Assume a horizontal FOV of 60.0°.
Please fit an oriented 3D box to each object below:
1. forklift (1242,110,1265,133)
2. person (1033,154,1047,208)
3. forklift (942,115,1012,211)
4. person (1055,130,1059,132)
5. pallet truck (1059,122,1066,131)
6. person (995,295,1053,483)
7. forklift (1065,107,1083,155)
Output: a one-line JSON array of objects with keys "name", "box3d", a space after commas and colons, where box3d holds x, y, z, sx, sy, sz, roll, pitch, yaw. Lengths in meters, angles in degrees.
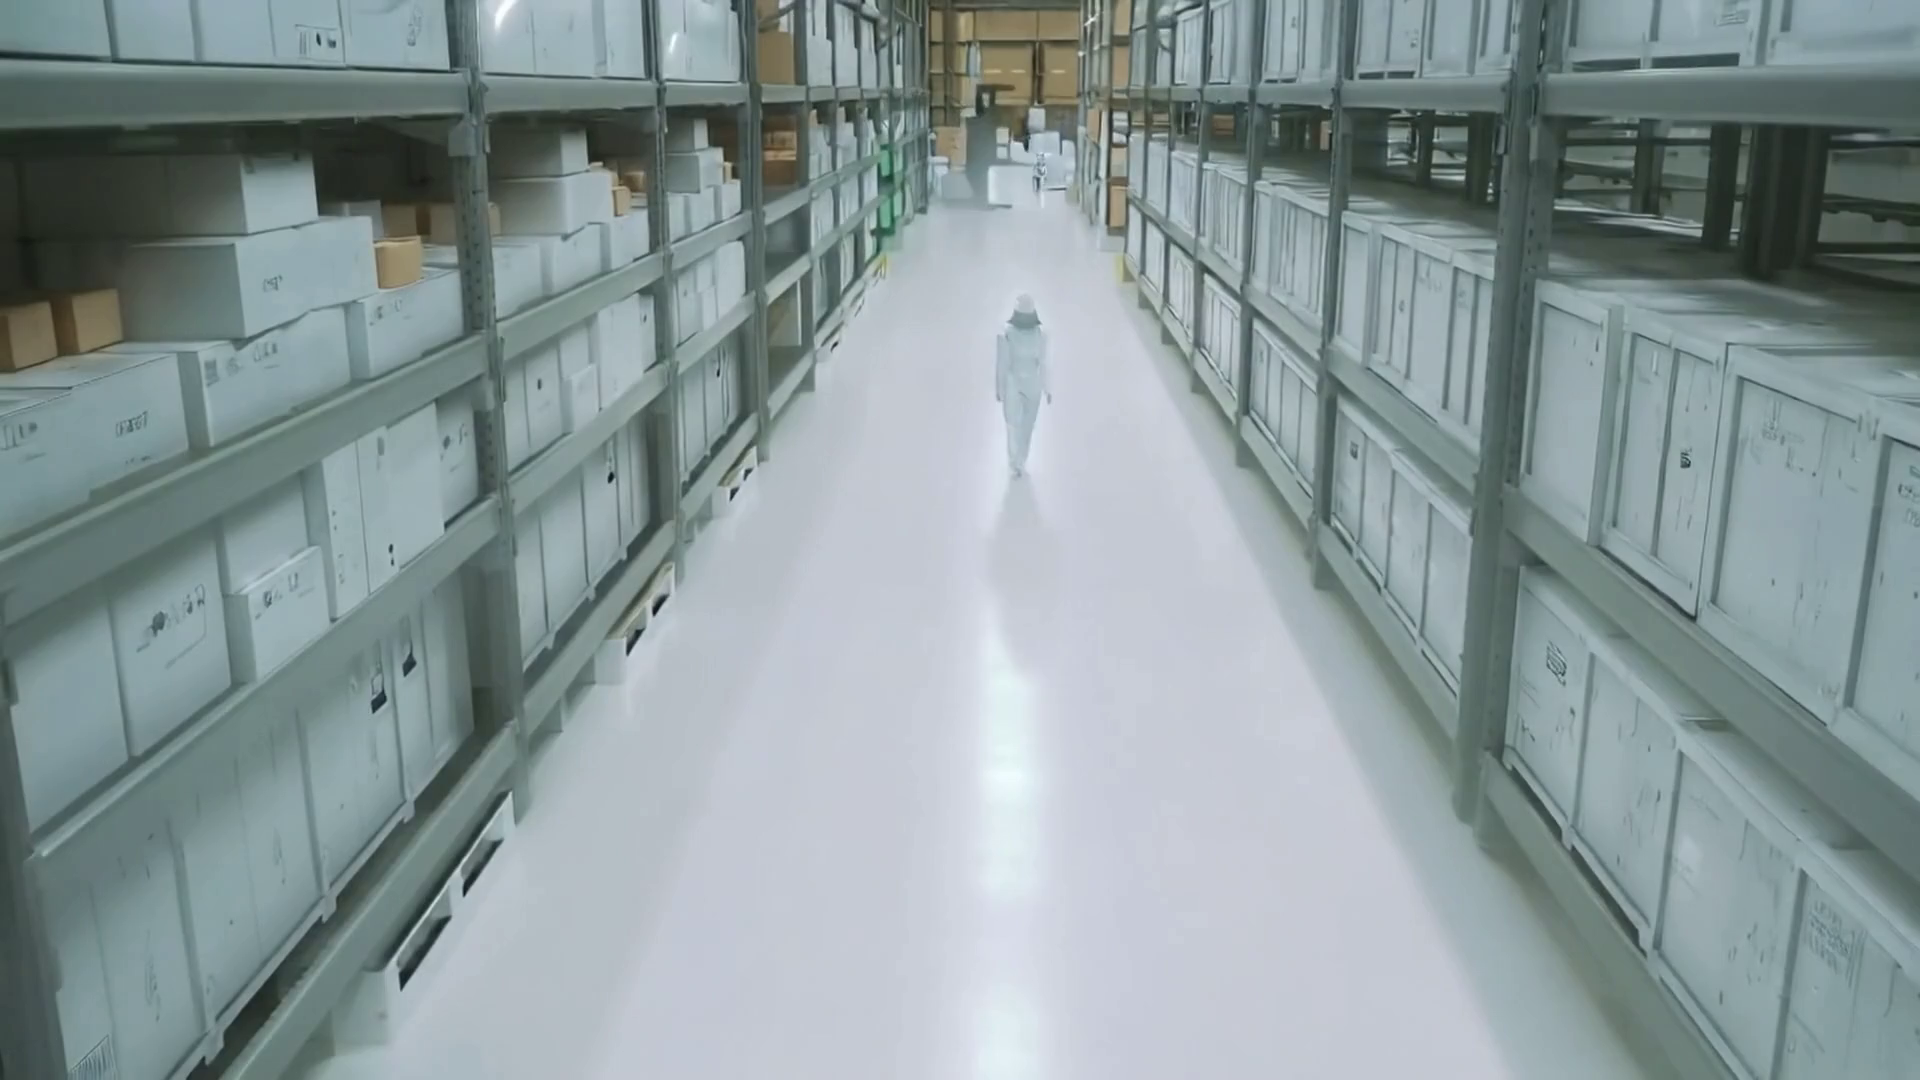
[{"name": "forklift", "box3d": [11.320, -15.284, 64.657, 1.129, 2.768, 1.873, 7, 17, 26]}, {"name": "person", "box3d": [2.478, -11.149, 51.625, 0.514, 1.641, 0.309, -8, 17, -28]}, {"name": "forklift", "box3d": [0.500, -11.400, 50.208, 1.873, 2.768, 1.129, 8, 17, 27]}, {"name": "person", "box3d": [4.996, -20.404, 86.076, 0.311, 1.634, 0.517, 5, 16, 17]}, {"name": "pallet truck", "box3d": [5.788, -21.111, 88.014, 1.885, 1.965, 0.823, 5, 16, 18]}, {"name": "person", "box3d": [0.588, -1.378, 15.153, 0.511, 1.688, 0.904, -1, 15, -2]}, {"name": "forklift", "box3d": [5.339, -18.612, 77.042, 1.129, 2.768, 1.873, -7, 17, -24]}]
